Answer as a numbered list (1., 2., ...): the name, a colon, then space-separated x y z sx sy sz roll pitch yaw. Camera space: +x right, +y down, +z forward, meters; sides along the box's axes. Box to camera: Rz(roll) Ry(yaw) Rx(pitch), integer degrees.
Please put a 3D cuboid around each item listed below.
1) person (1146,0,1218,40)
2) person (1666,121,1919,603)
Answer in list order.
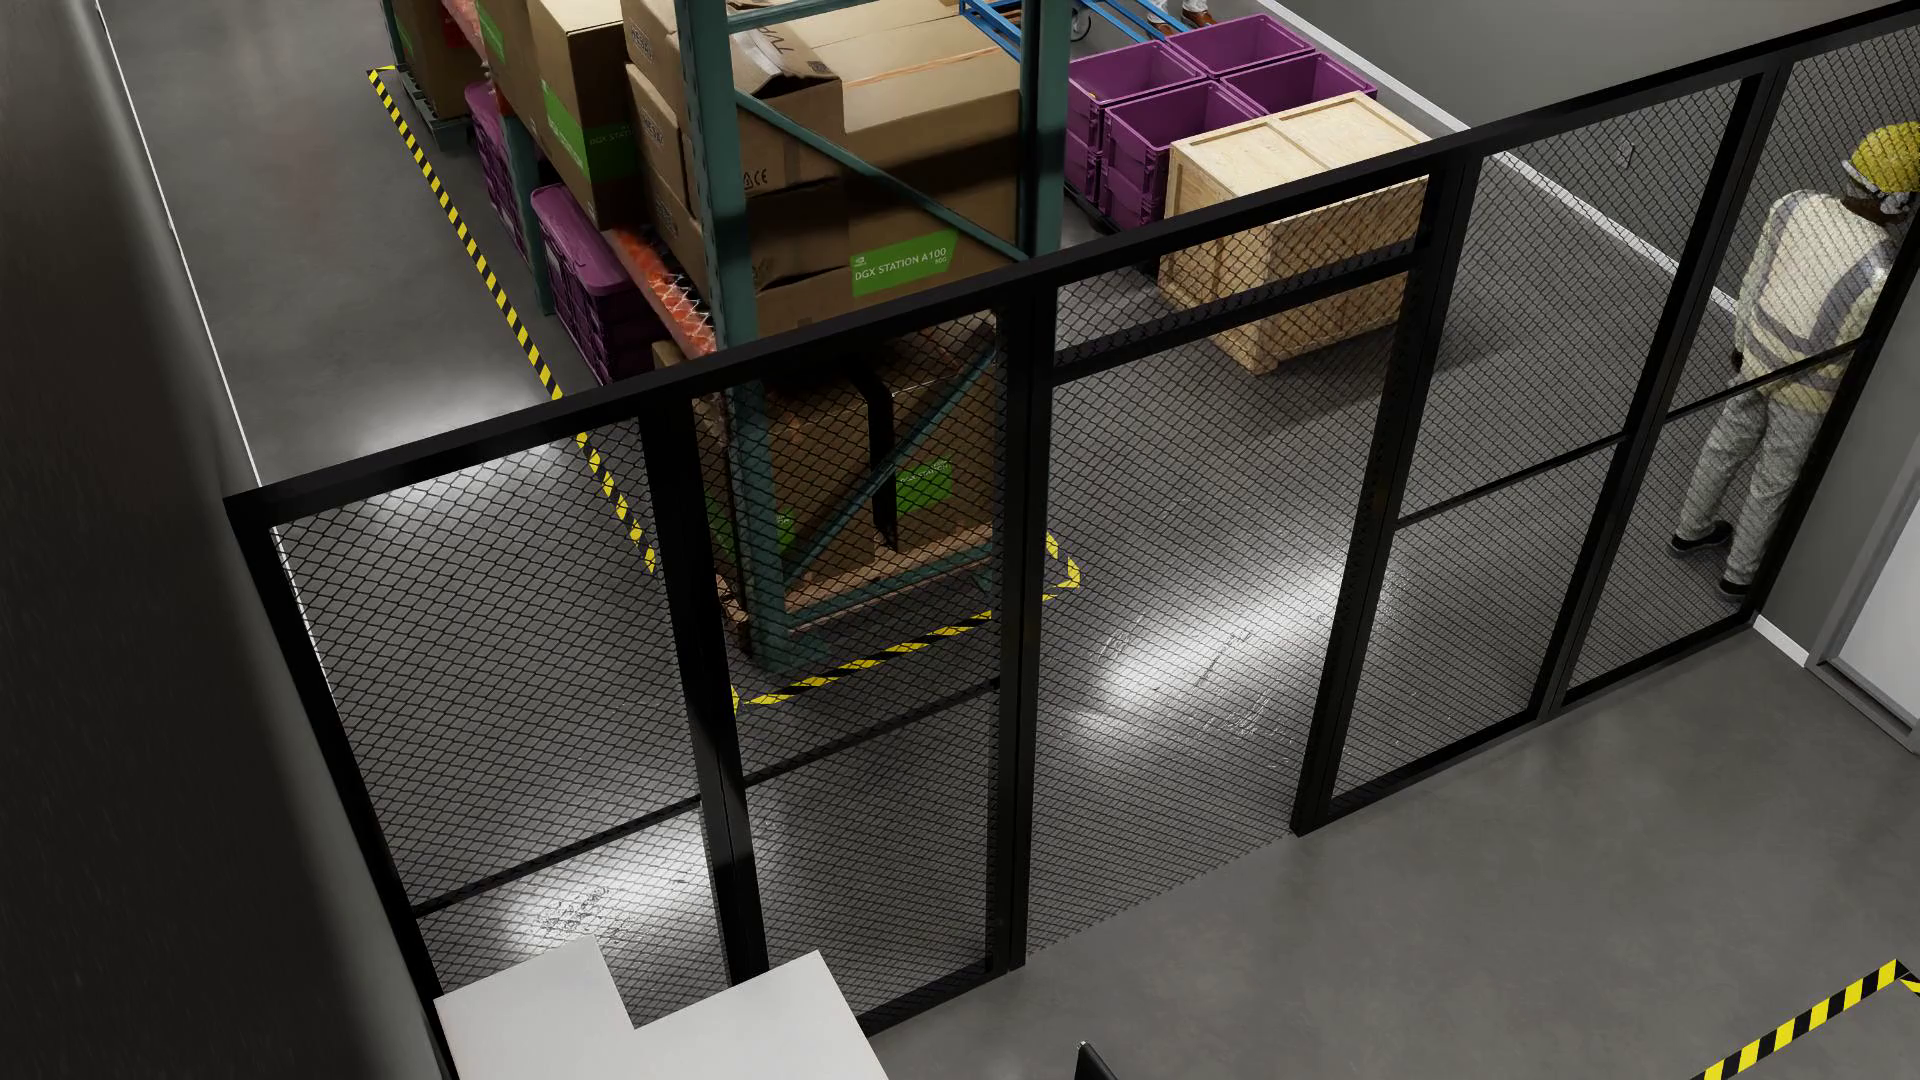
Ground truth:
1. person: 1.288 -3.631 8.917 0.629 1.940 0.379 -20 46 -20
2. person: 2.863 -0.580 5.657 0.404 1.832 0.592 -13 44 -14
